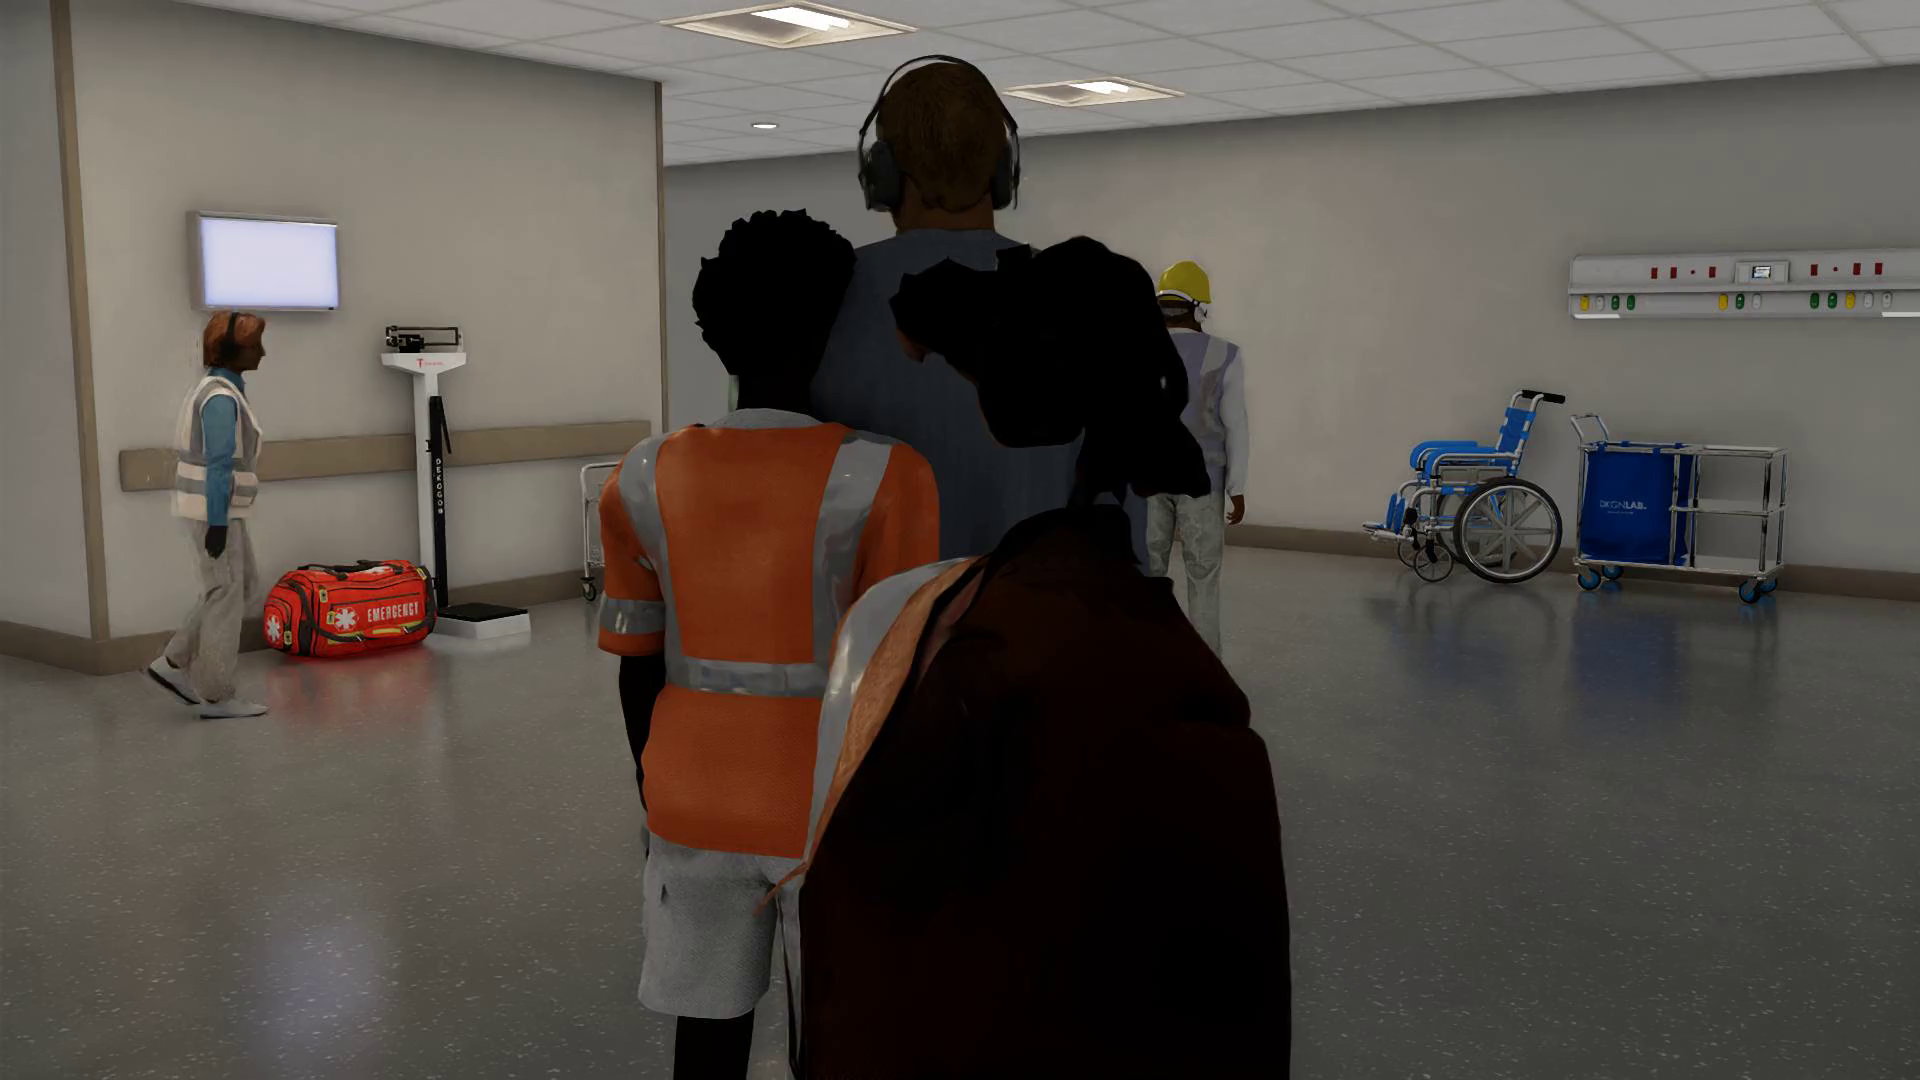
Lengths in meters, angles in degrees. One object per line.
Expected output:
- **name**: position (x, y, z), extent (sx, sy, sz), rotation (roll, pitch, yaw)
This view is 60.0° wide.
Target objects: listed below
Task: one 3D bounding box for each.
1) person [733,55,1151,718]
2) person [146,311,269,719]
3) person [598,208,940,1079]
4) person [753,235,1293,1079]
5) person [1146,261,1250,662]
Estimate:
- **person**: position (-0.024, 0.259, 2.501), extent (0.629, 1.932, 0.366), rotation (-2, 7, -13)
- **person**: position (-2.943, -0.090, 6.548), extent (0.458, 1.614, 0.536), rotation (-3, 8, -21)
- **person**: position (-0.246, 0.395, 2.344), extent (0.530, 1.697, 0.321), rotation (3, 8, 20)
- **person**: position (0.065, 0.588, 1.039), extent (0.314, 1.636, 0.515), rotation (-5, 9, -35)
- **person**: position (0.927, -0.256, 7.039), extent (0.601, 1.830, 0.403), rotation (3, 8, 21)
